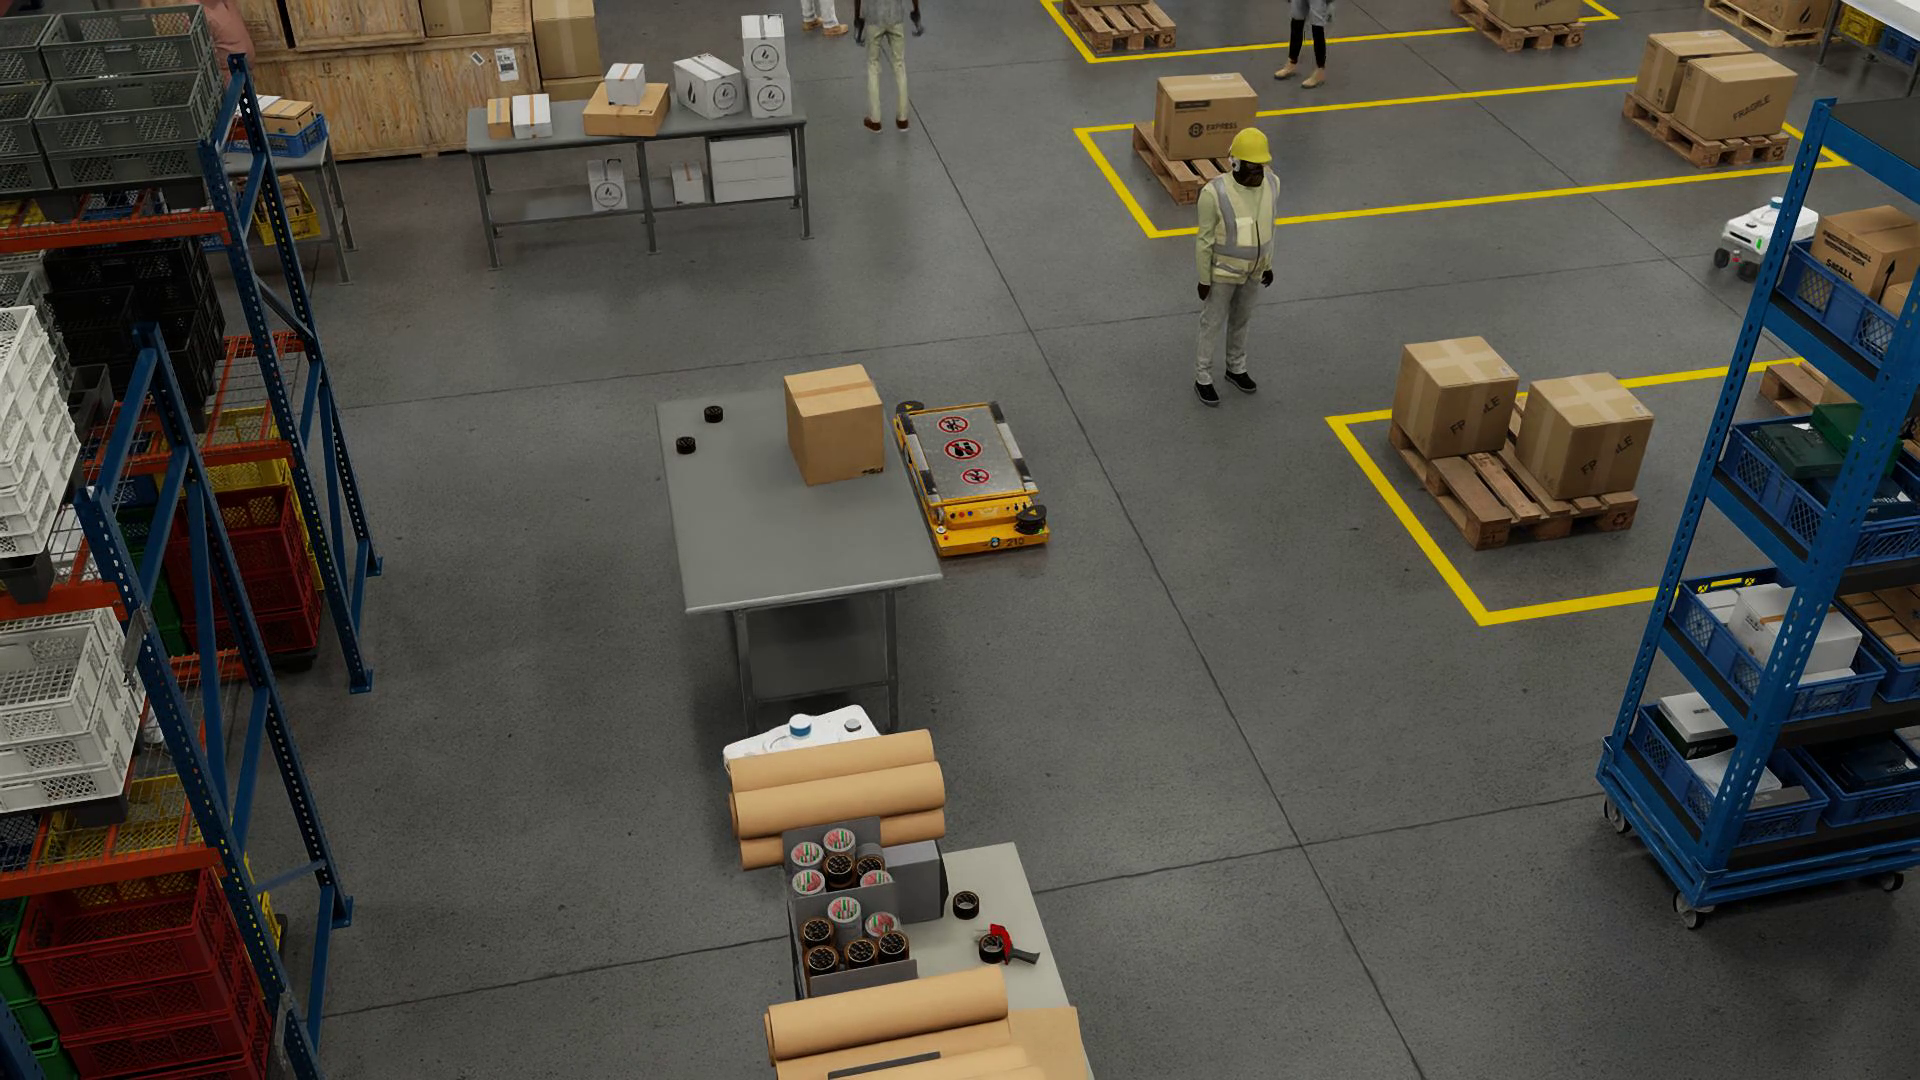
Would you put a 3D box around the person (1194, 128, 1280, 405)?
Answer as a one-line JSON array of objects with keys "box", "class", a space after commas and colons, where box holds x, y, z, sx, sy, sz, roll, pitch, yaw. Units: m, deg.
[{"box": [1.758, -1.736, 10.562, 0.590, 1.837, 0.404, -18, 40, -23], "class": "person"}]

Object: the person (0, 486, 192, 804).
[{"box": [-4.005, 0.384, 7.672, 0.352, 1.884, 0.579, 13, 39, 17], "class": "person"}]

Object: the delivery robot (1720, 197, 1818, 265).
[{"box": [5.990, -2.294, 12.303, 0.707, 0.478, 0.477, -20, 41, -25], "class": "delivery robot"}]

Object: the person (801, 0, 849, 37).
[{"box": [-1.372, -5.811, 16.037, 0.622, 1.843, 0.429, 29, 46, 33], "class": "person"}]

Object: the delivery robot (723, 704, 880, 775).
[{"box": [-0.741, 1.029, 7.835, 0.707, 0.478, 0.477, -16, 40, -20], "class": "delivery robot"}]

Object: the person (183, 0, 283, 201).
[{"box": [-5.690, -3.620, 13.035, 0.408, 1.906, 0.652, -2, 37, -3], "class": "person"}]

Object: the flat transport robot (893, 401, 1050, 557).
[{"box": [0.046, -0.430, 10.108, 0.652, 0.197, 1.431, -8, 37, -10], "class": "flat transport robot"}]

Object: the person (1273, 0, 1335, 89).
[{"box": [3.186, -4.927, 14.983, 0.350, 1.688, 0.592, -24, 43, -29], "class": "person"}]

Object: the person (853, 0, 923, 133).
[{"box": [-0.615, -4.387, 14.113, 0.602, 1.856, 0.325, -5, 37, -7], "class": "person"}]
